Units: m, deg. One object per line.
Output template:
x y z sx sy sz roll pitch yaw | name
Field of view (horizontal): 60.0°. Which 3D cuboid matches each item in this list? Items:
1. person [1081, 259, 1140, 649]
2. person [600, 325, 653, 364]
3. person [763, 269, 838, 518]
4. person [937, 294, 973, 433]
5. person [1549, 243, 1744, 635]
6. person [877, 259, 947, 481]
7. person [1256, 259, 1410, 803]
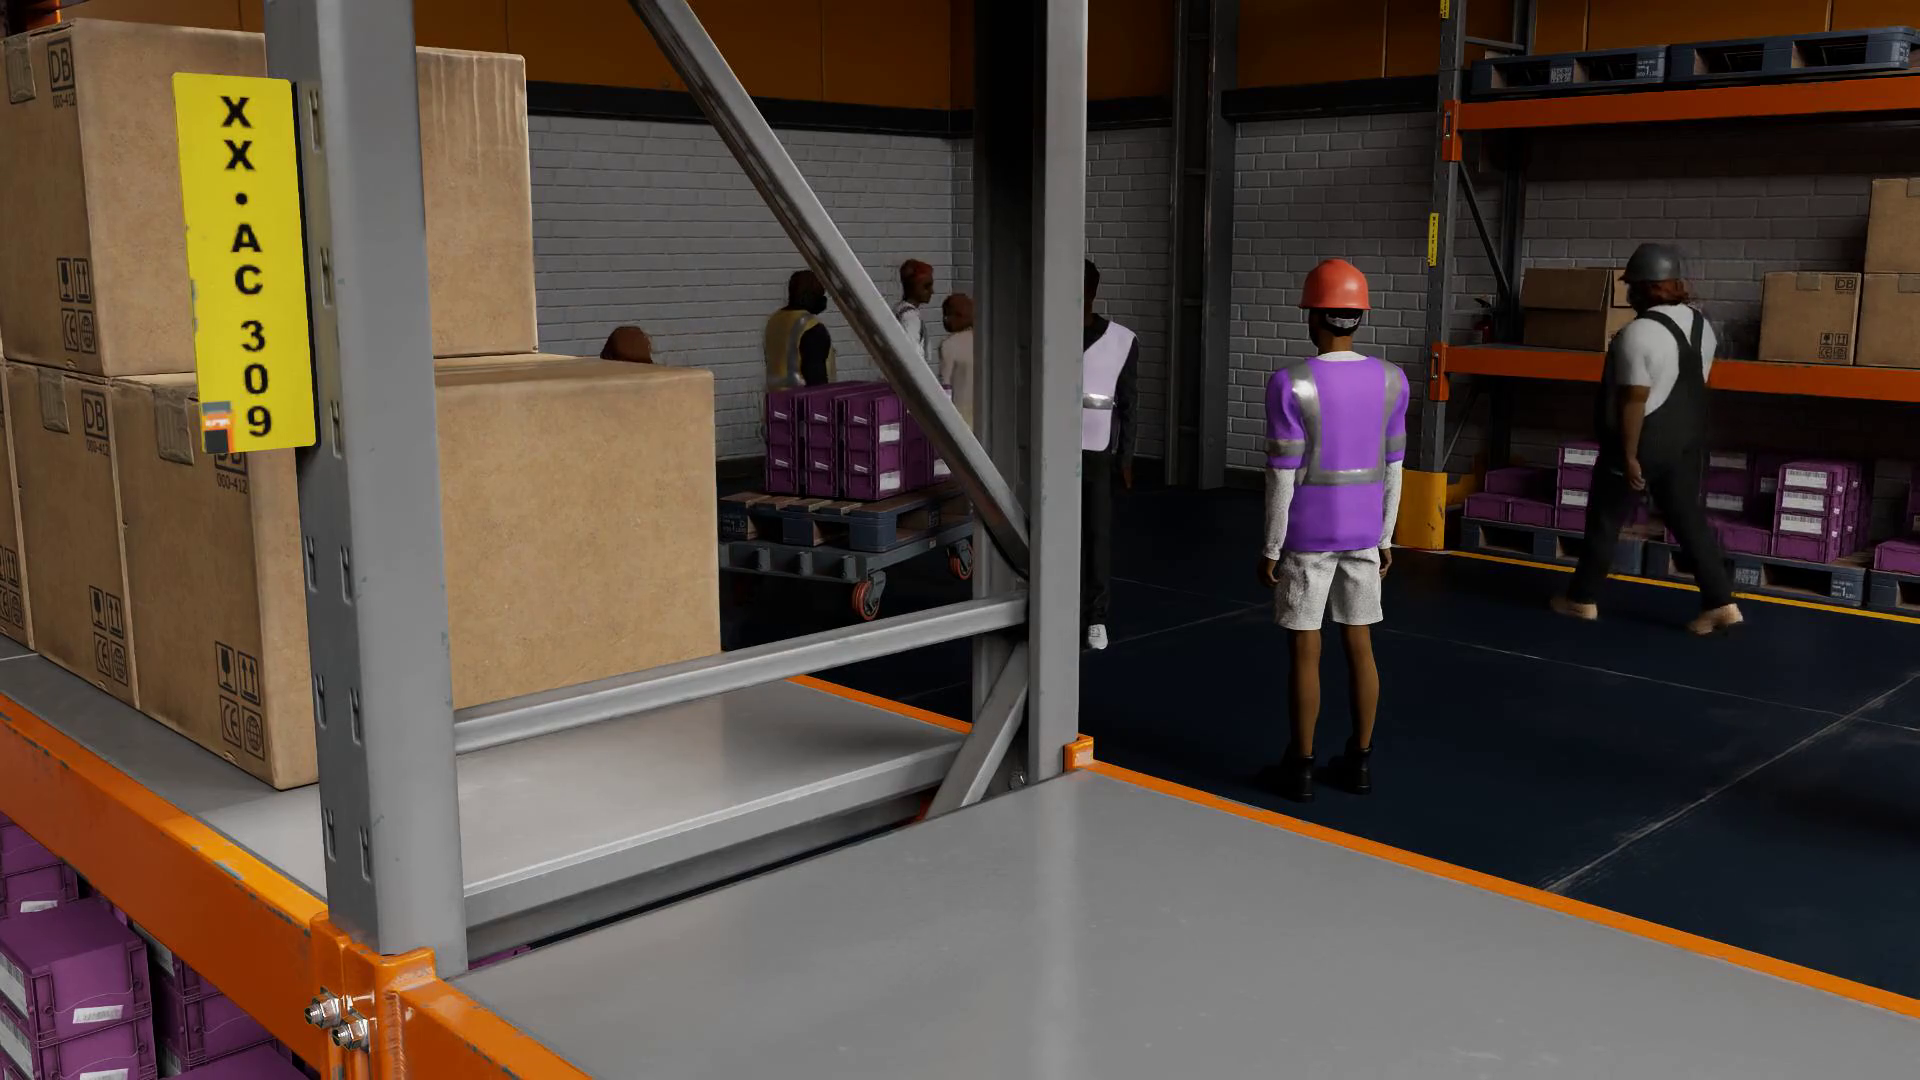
0.576 -0.421 8.186 0.587 1.915 0.393 3 11 17 | person
-1.528 -0.213 7.916 0.509 1.605 0.535 6 12 30 | person
-1.056 -0.755 10.268 0.643 1.821 0.658 -7 12 -33 | person
0.055 -0.901 11.582 0.529 1.614 0.373 -8 13 -39 | person
3.576 -0.538 8.479 0.685 2.000 1.002 -5 12 -27 | person
-0.244 -0.937 11.152 0.877 1.853 0.607 -4 11 -20 | person
1.310 -0.023 5.951 0.545 1.938 0.355 -3 11 -17 | person
